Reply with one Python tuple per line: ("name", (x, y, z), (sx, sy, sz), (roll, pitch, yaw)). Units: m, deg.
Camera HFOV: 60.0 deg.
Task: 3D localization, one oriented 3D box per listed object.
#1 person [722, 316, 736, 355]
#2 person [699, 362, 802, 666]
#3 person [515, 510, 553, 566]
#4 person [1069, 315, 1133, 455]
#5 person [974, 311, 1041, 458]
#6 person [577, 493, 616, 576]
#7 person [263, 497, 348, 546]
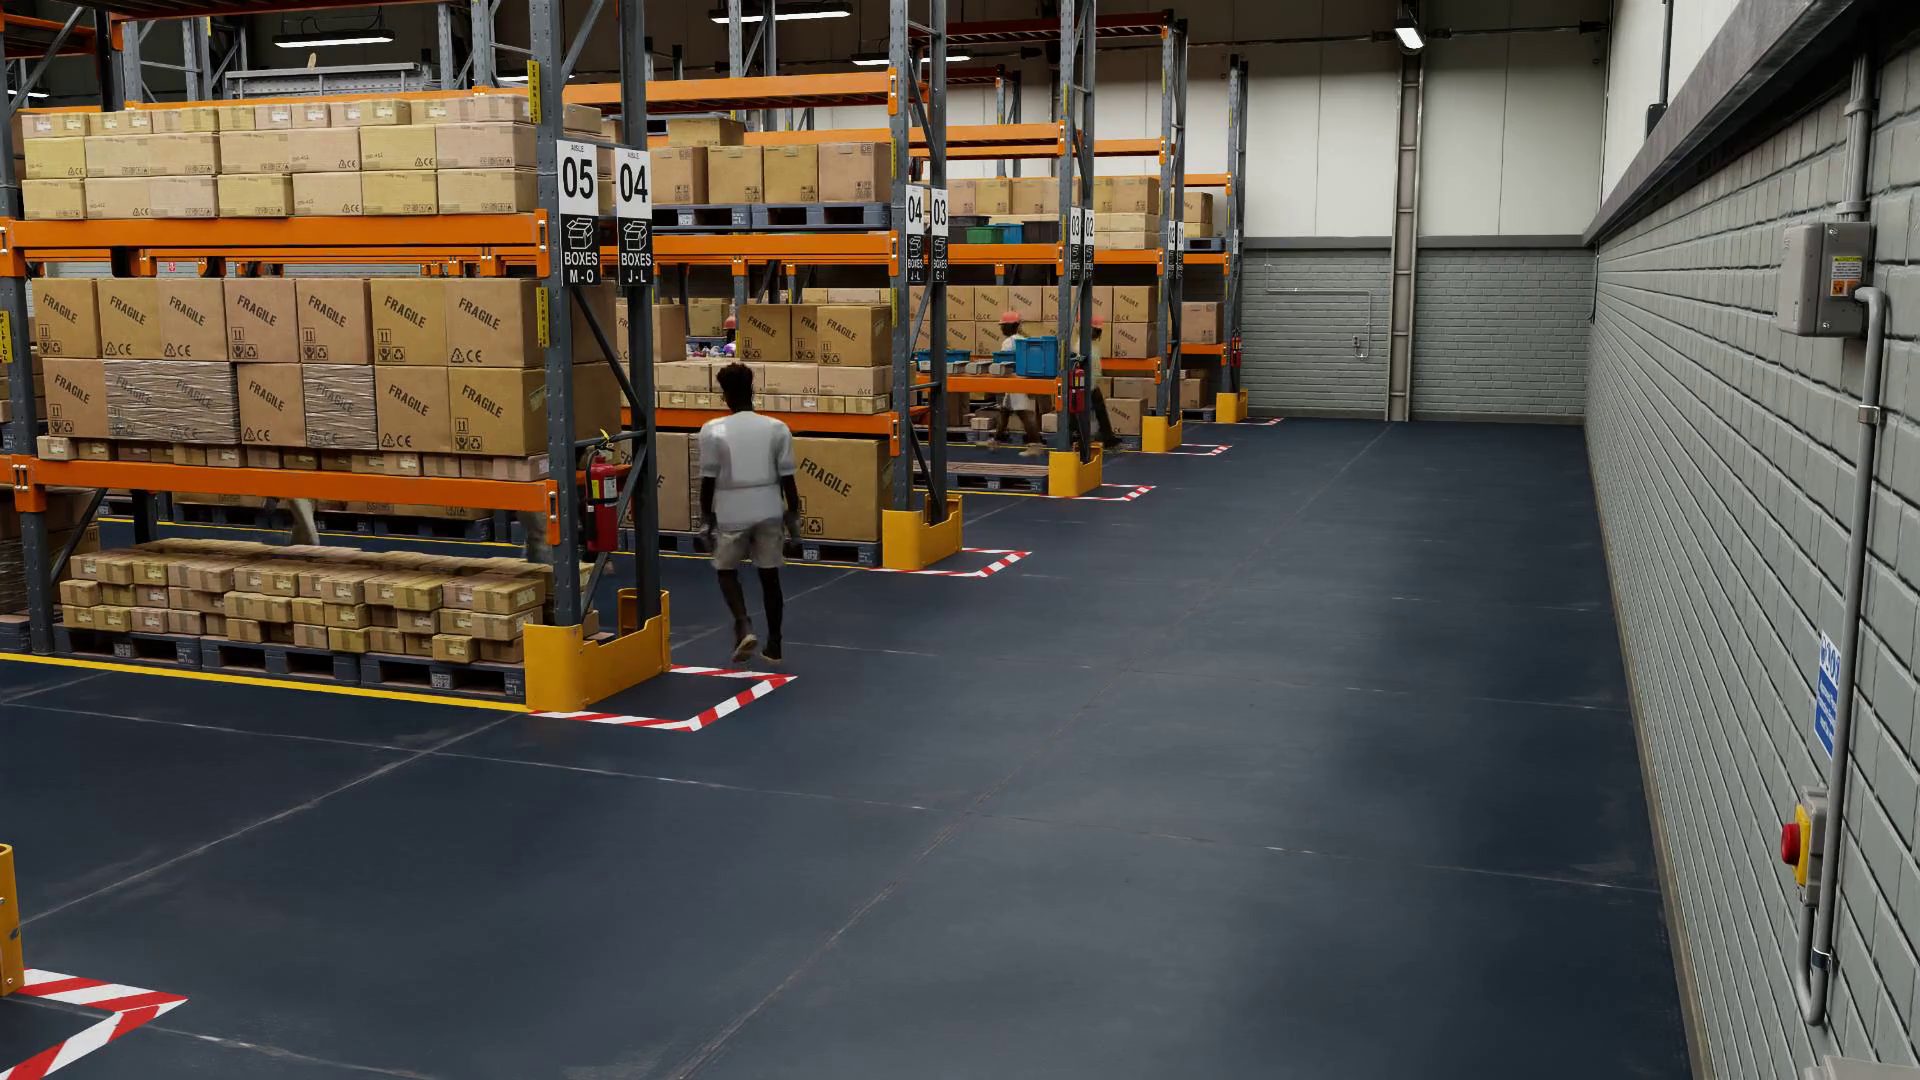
("person", (-2.992, -2.003, 22.147), (0.376, 1.935, 0.550), (5, 10, 29))
("person", (-1.315, -0.150, 10.531), (0.679, 1.945, 0.459), (-4, 10, -22))
("person", (-3.200, -0.399, 12.335), (1.058, 1.870, 0.635), (7, 12, 38))
("person", (1.836, -2.108, 22.790), (1.039, 1.933, 0.645), (3, 10, 20))
("person", (0.661, -2.121, 22.722), (1.060, 1.983, 0.625), (3, 10, 19))
("person", (-3.111, -0.726, 13.850), (0.640, 2.000, 0.695), (2, 9, 10))
("person", (-4.719, -0.350, 12.160), (0.932, 1.825, 0.557), (4, 10, 23))
